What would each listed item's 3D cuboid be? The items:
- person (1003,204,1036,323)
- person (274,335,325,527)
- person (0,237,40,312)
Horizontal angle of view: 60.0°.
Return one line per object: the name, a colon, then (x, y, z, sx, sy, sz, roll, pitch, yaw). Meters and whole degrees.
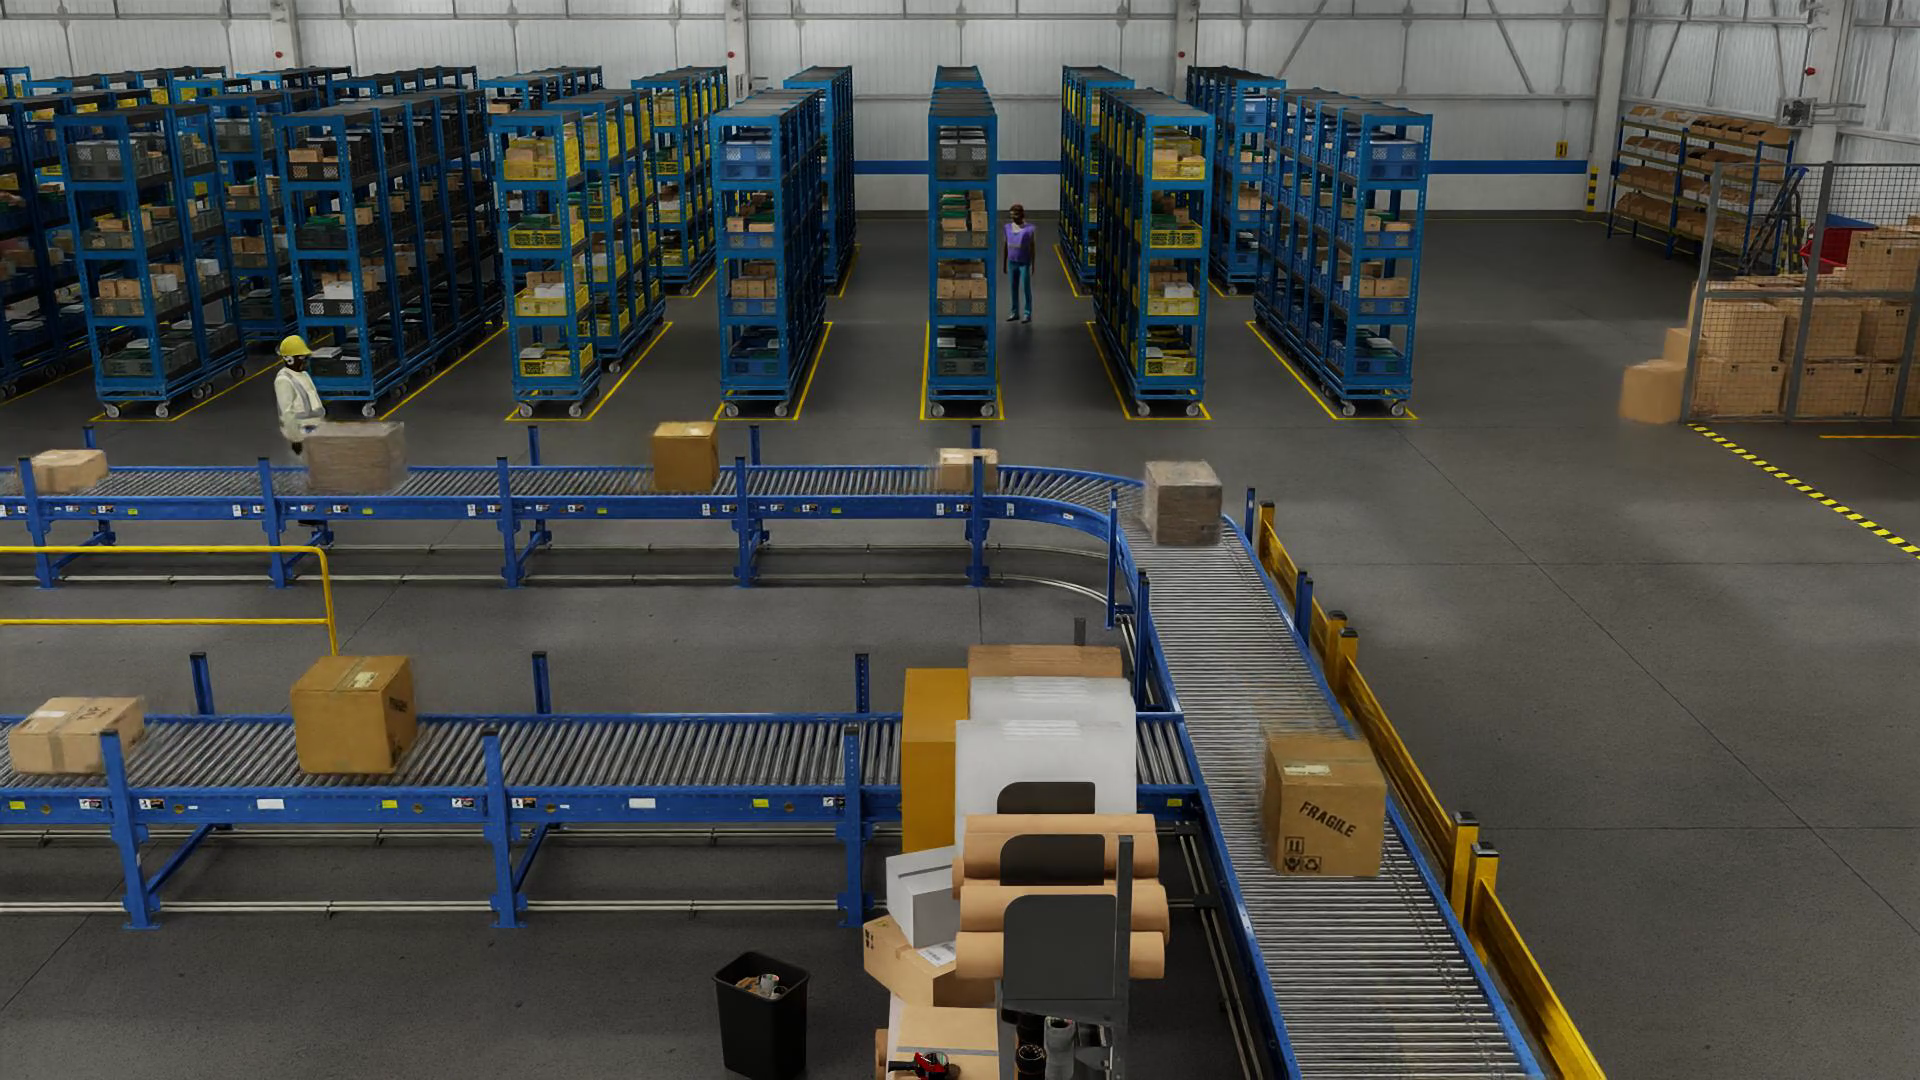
person: (0.928, -4.324, 26.001, 0.573, 1.831, 0.411, 10, 21, 29)
person: (-6.272, -1.045, 15.890, 0.403, 1.834, 0.589, -2, 18, -6)
person: (-15.285, -4.658, 26.821, 0.846, 1.958, 0.616, -9, 20, -26)
